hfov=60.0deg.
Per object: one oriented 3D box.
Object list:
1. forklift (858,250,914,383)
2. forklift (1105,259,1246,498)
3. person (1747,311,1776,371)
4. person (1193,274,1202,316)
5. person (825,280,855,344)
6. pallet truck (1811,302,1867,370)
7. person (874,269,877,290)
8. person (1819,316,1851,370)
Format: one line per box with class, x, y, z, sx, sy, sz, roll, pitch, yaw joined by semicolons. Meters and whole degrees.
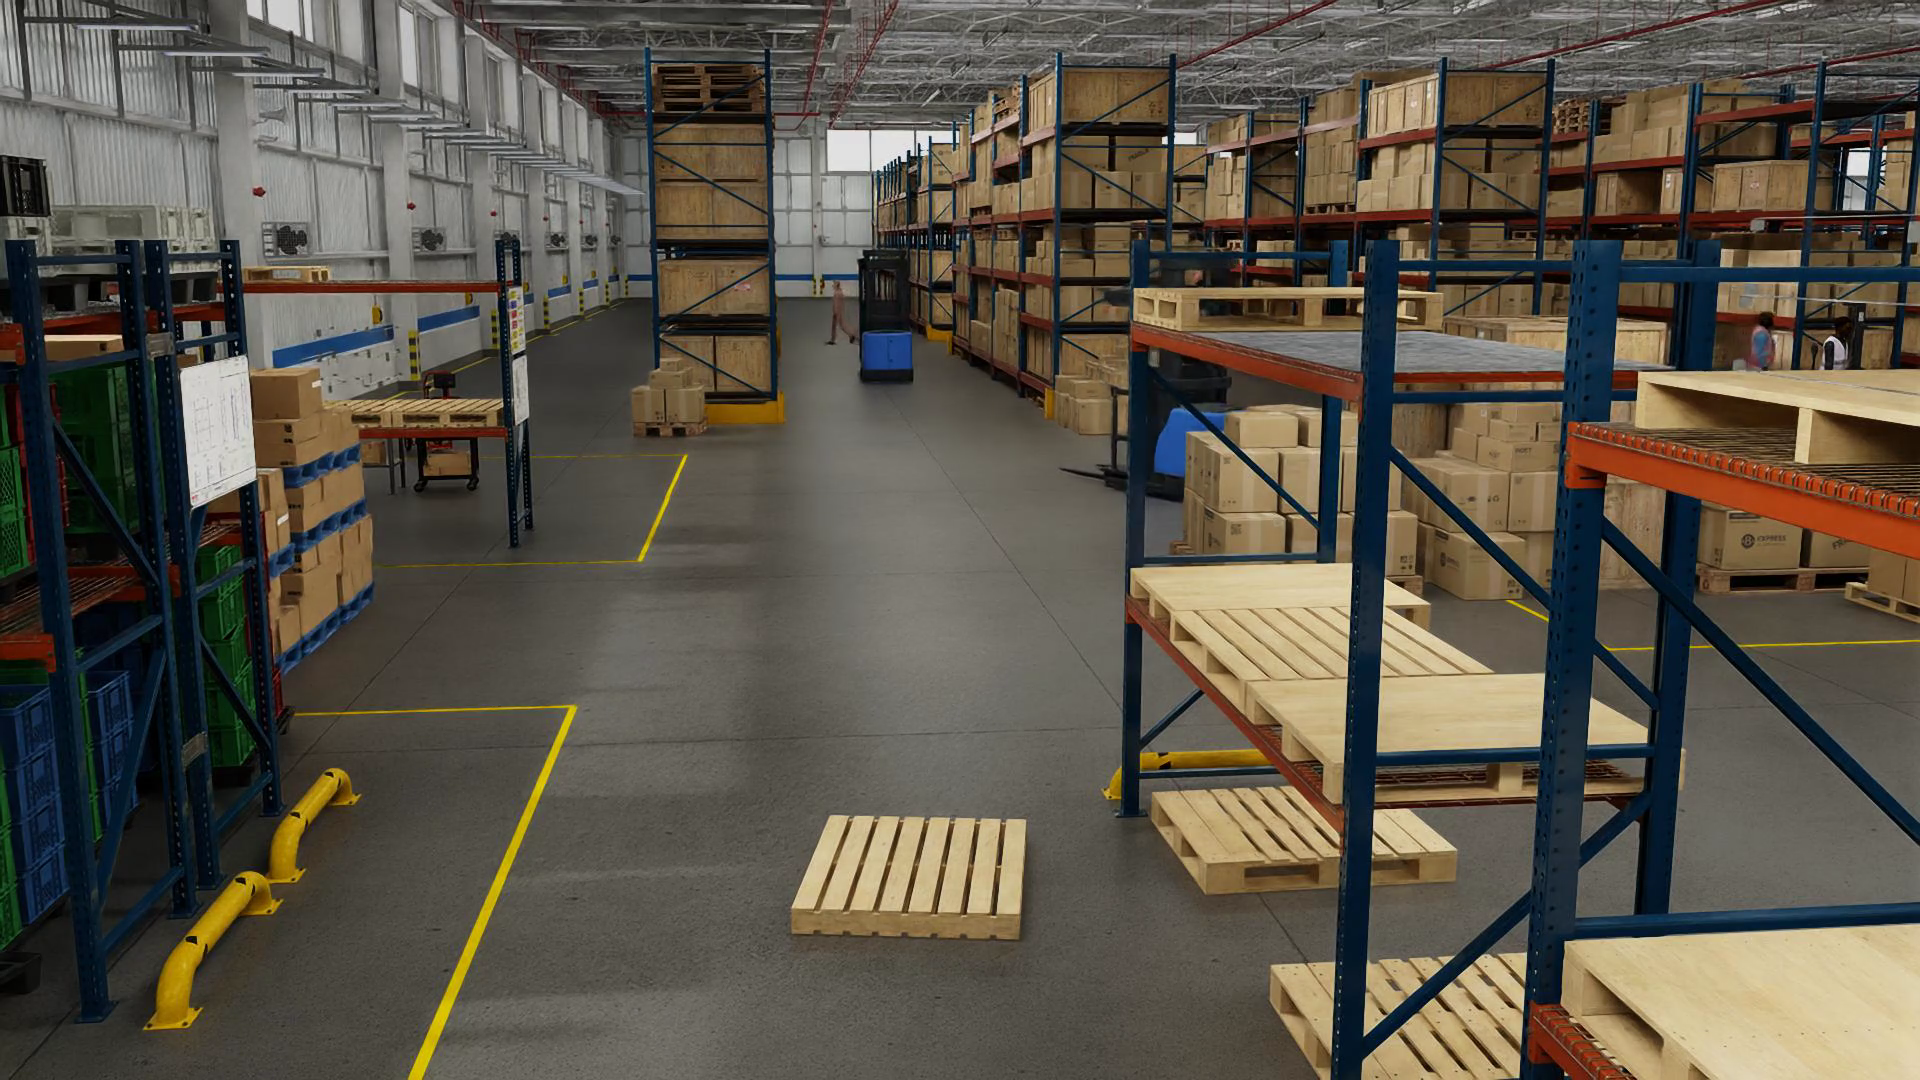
forklift;-1.598;-4.818;35.628;1.129;2.768;1.873;-1;10;-6
forklift;2.773;-1.929;19.620;1.129;2.768;1.873;-8;13;-36
person;13.763;-3.013;28.570;0.438;1.830;0.628;4;11;23
person;7.069;-6.927;49.738;0.831;2.012;0.625;-1;10;-4
person;-3.494;-6.621;48.393;0.810;1.884;0.645;-1;10;-5
pallet truck;15.846;-3.142;28.793;1.885;1.965;0.823;2;10;12
person;-3.990;-12.075;78.987;0.437;1.737;0.583;1;10;8
person;13.022;-2.378;24.807;0.587;1.911;0.397;-9;14;-42
